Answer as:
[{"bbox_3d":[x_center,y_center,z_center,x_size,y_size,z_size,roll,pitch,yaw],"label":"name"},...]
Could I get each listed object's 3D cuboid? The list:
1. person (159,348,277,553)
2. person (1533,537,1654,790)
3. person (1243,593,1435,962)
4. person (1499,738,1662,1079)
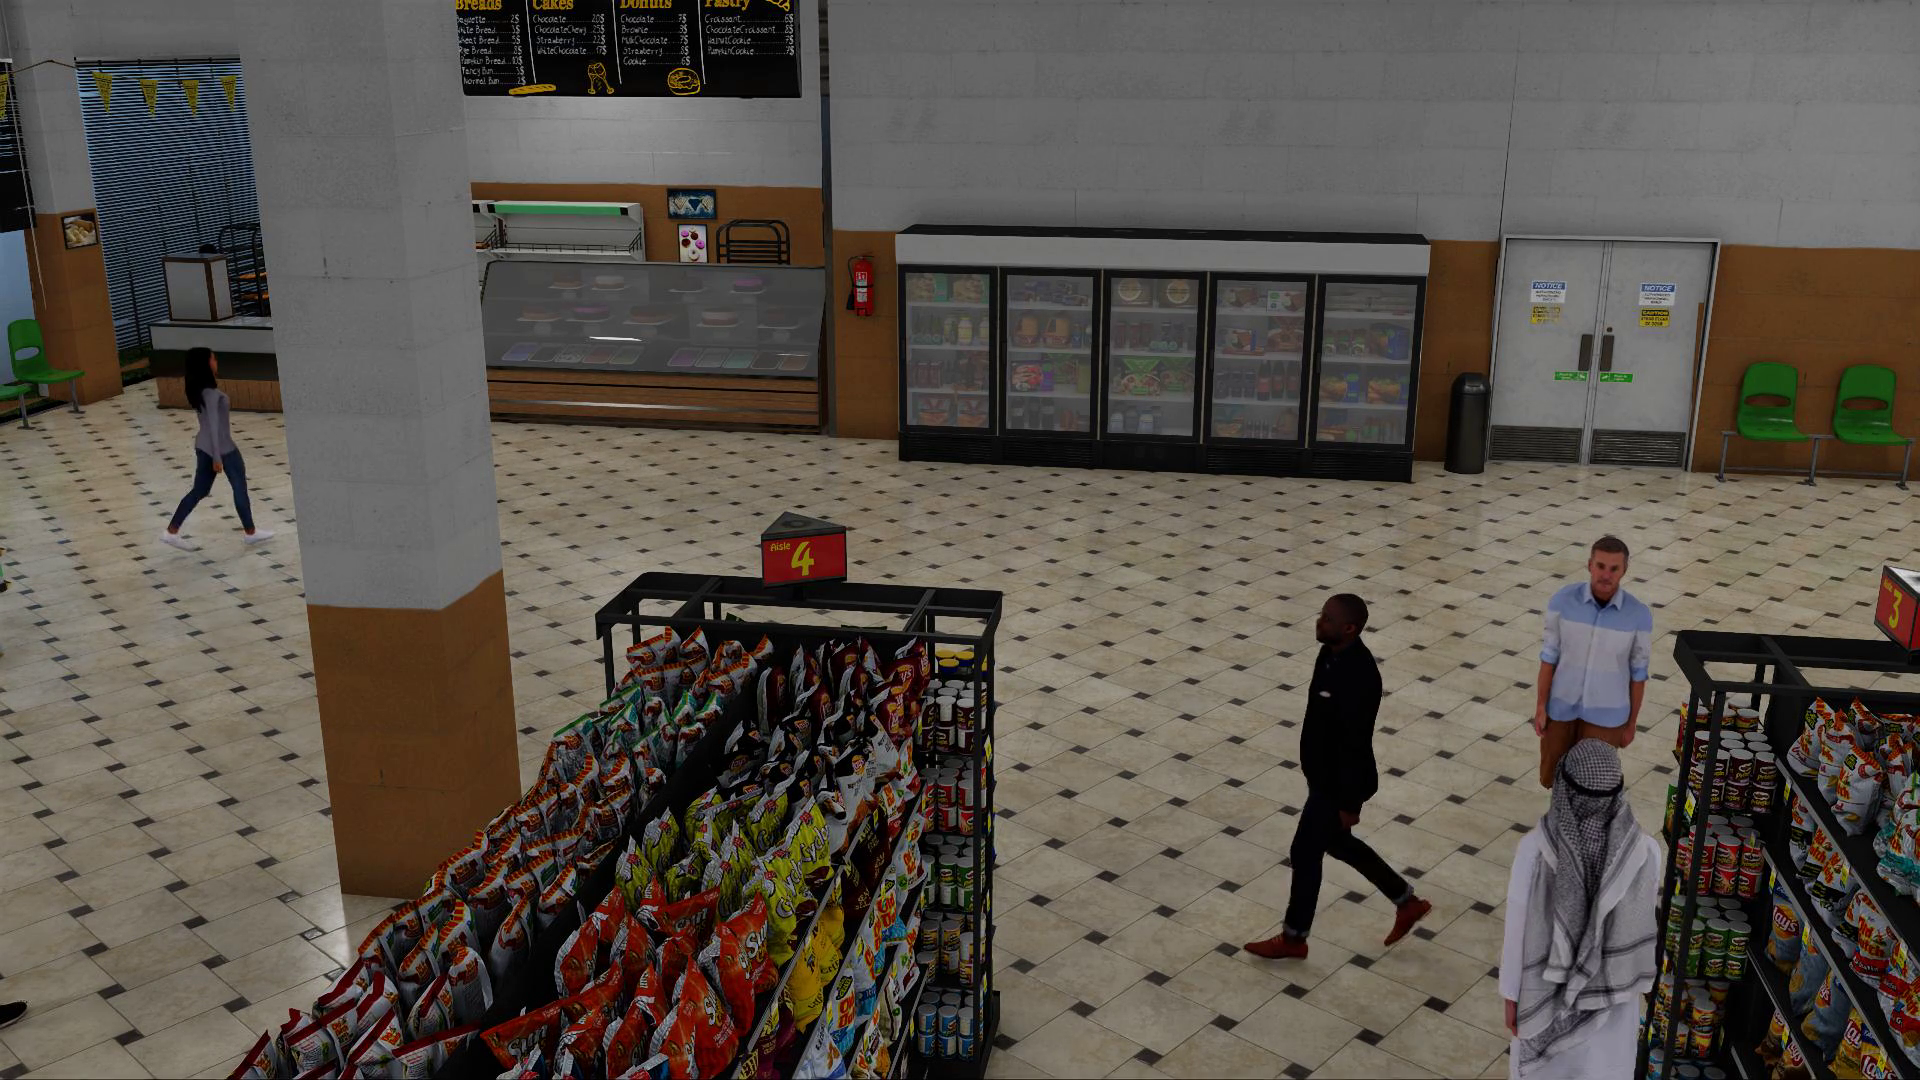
[{"bbox_3d":[-6.282,-0.712,13.775,1.215,1.703,1.064,-15,23,-41],"label":"person"},{"bbox_3d":[3.196,0.837,8.496,0.894,1.805,1.110,9,19,27],"label":"person"},{"bbox_3d":[1.811,1.111,7.613,0.828,1.794,1.071,1,17,5],"label":"person"},{"bbox_3d":[2.147,1.627,5.730,0.697,1.901,1.184,4,17,13],"label":"person"}]
